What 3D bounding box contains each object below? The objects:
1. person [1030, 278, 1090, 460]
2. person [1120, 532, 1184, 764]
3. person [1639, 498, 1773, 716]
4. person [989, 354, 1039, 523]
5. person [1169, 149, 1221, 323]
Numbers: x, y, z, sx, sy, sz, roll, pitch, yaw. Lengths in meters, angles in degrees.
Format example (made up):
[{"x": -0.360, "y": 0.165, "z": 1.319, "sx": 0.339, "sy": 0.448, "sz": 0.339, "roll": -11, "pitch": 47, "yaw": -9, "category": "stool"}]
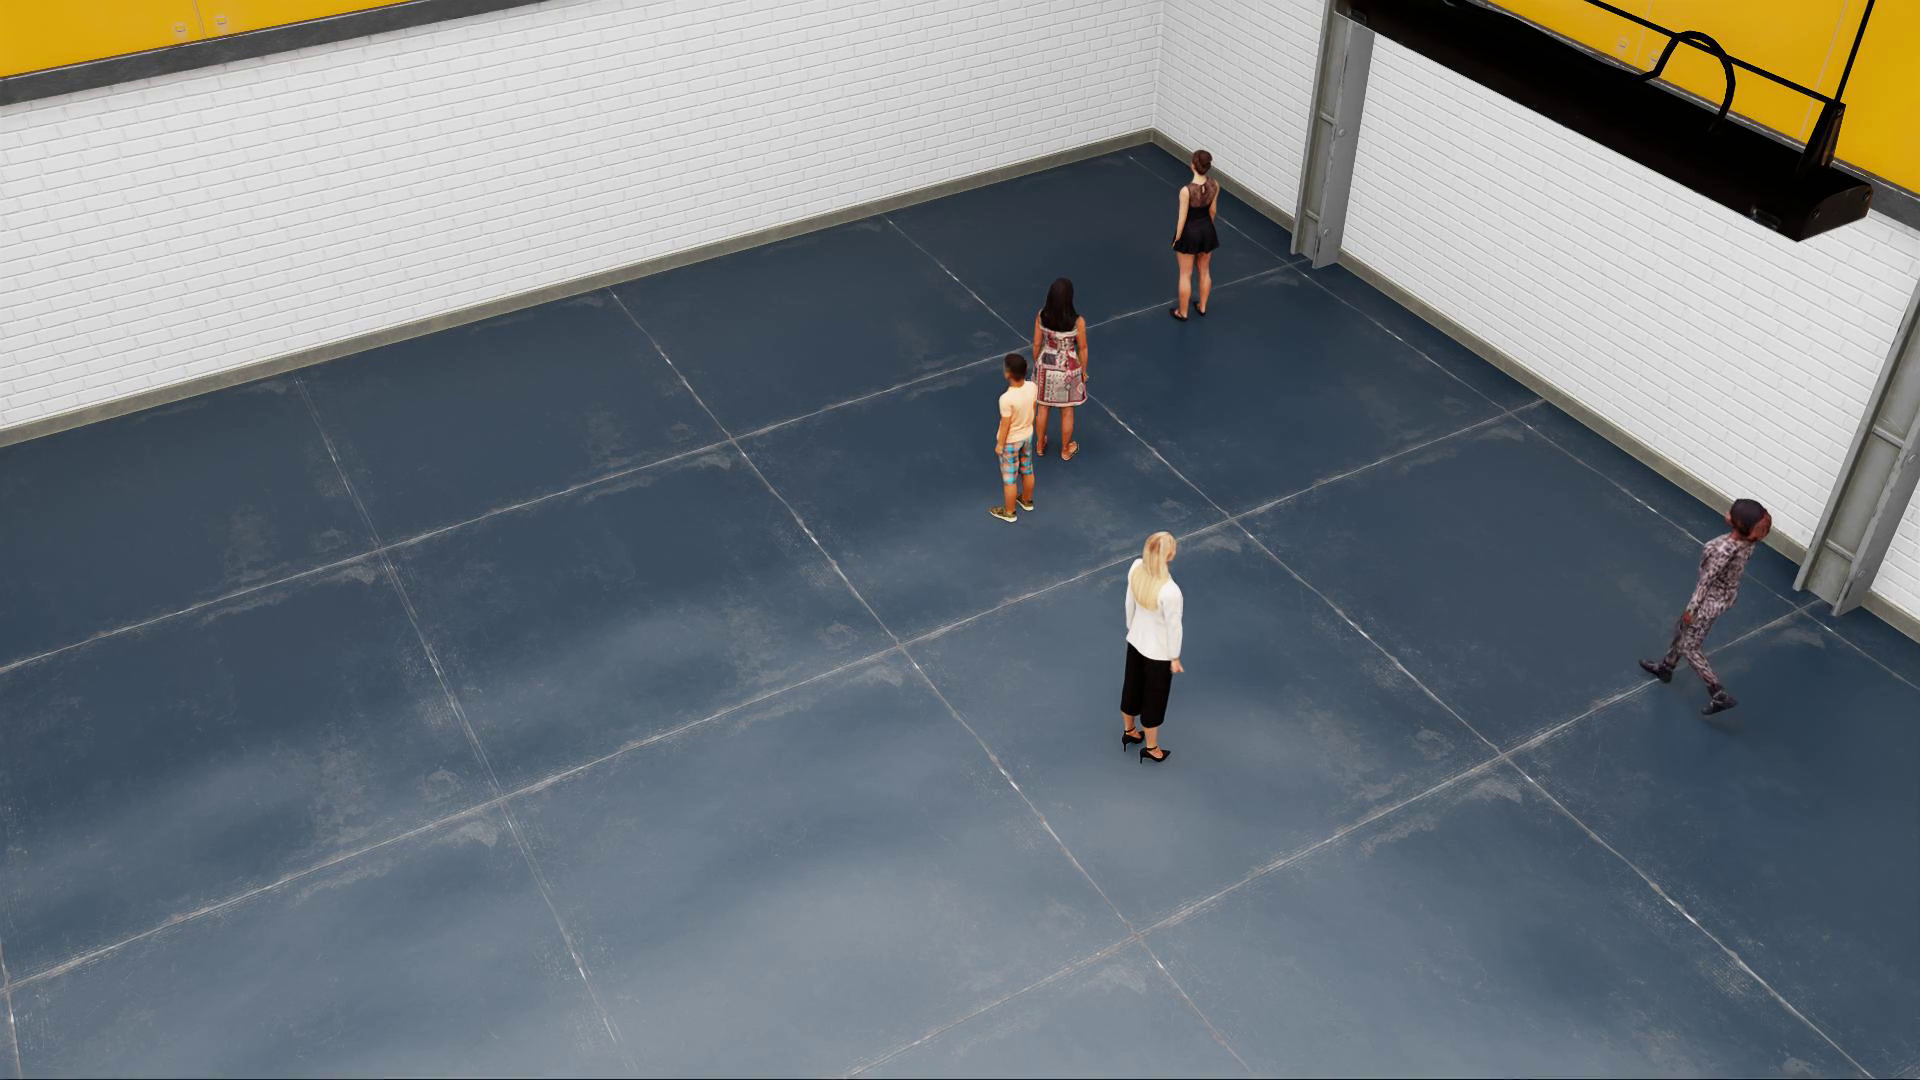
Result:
[{"x": 0.793, "y": -1.382, "z": 13.449, "sx": 0.708, "sy": 1.646, "sz": 0.778, "roll": 11, "pitch": 40, "yaw": 13, "category": "person"}, {"x": 1.234, "y": 0.696, "z": 10.676, "sx": 0.699, "sy": 1.858, "sz": 0.499, "roll": -26, "pitch": 45, "yaw": -29, "category": "person"}, {"x": 5.064, "y": 0.454, "z": 11.109, "sx": 0.657, "sy": 1.697, "sz": 1.011, "roll": -25, "pitch": 45, "yaw": -28, "category": "person"}, {"x": 0.440, "y": -0.799, "z": 12.867, "sx": 0.573, "sy": 1.461, "sz": 0.557, "roll": -31, "pitch": 48, "yaw": -33, "category": "person"}, {"x": 2.144, "y": -2.782, "z": 15.179, "sx": 0.588, "sy": 1.675, "sz": 0.570, "roll": -17, "pitch": 42, "yaw": -20, "category": "person"}]
